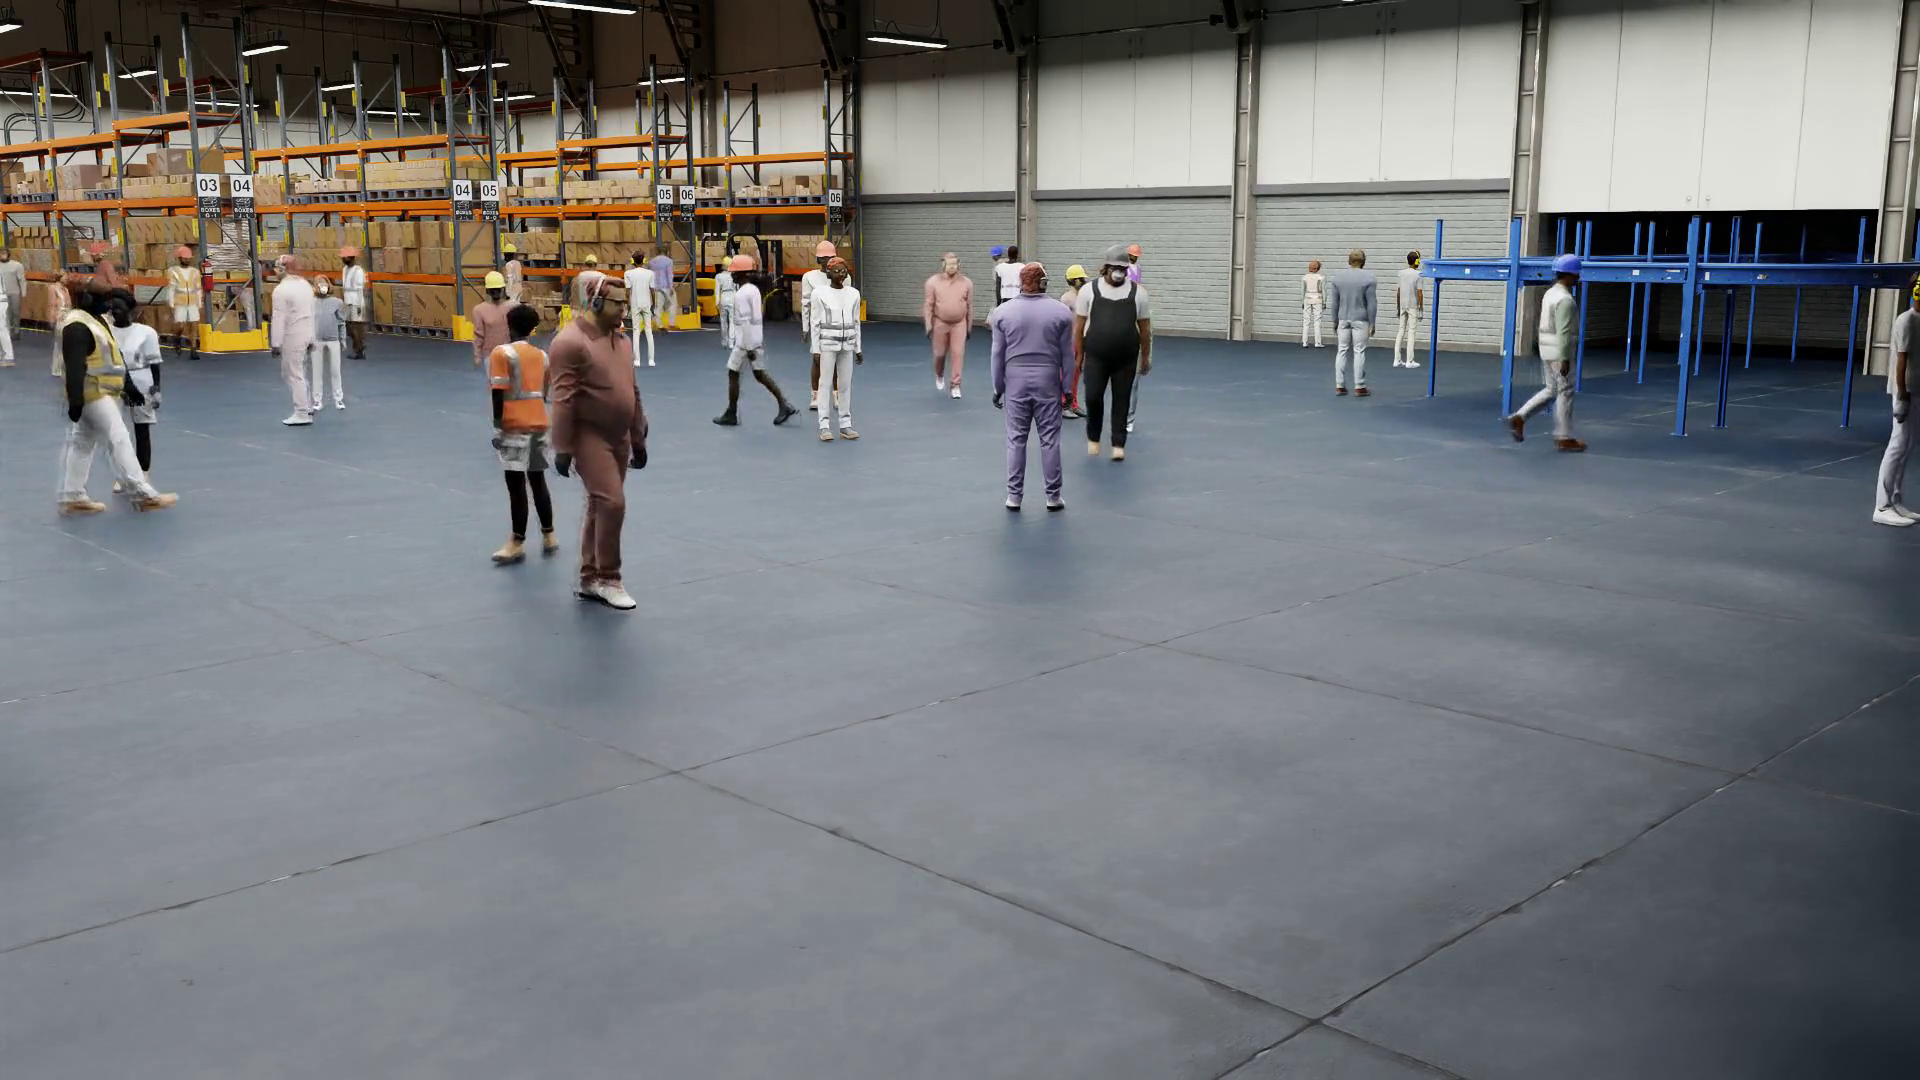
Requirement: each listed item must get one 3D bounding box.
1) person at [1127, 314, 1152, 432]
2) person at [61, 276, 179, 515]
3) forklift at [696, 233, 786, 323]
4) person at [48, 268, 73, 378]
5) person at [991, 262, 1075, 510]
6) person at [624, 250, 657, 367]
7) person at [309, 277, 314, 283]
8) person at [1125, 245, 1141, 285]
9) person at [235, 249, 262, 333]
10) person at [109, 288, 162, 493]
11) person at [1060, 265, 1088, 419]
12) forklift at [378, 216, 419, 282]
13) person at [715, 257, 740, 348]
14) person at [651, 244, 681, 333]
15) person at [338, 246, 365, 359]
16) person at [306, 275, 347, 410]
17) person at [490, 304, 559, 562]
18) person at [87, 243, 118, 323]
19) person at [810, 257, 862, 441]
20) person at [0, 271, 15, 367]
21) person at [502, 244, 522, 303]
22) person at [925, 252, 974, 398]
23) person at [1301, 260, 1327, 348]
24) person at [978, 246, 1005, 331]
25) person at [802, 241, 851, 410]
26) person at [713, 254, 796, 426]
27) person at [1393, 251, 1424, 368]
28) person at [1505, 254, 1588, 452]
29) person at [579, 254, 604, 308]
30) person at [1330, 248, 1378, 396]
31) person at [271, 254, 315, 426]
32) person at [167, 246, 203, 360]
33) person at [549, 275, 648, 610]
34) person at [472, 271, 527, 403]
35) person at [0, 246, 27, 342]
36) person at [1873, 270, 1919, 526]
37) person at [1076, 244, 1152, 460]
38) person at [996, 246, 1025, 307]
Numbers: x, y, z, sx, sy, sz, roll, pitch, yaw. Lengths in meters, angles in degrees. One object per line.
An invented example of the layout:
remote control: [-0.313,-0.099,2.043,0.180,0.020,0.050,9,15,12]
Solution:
person: [1.851,-2.007,18.148,0.526,1.615,0.557,3,11,17]
person: [-6.446,-1.090,12.641,0.915,1.796,0.645,-4,11,-19]
forklift: [-5.496,-6.489,41.108,2.313,2.155,1.214,-10,14,-44]
person: [-13.260,-3.219,24.713,0.656,1.609,0.551,-2,11,-8]
person: [0.562,-1.182,12.854,0.644,1.903,0.399,1,10,5]
person: [-5.174,-3.743,26.915,0.512,1.868,0.329,-4,11,-20]
person: [-17.513,-7.087,45.325,0.817,1.809,0.596,7,12,33]
person: [3.230,-4.582,31.323,0.542,1.929,0.368,-9,14,-40]
person: [-15.249,-5.325,35.619,0.429,1.841,0.629,6,12,28]
person: [-6.779,-1.202,13.530,0.552,1.682,0.435,-3,11,-13]
person: [1.337,-2.312,19.376,0.303,1.772,0.530,6,12,29]
forklift: [-17.868,-9.201,54.028,1.873,2.768,1.129,-10,14,-44]
person: [-4.367,-4.484,31.390,0.504,1.691,0.915,-1,10,-8]
person: [-6.416,-5.508,36.389,0.667,1.913,0.734,7,12,33]
person: [-10.440,-4.071,28.529,0.566,1.926,0.400,8,13,38]
person: [-7.729,-2.405,20.246,0.505,1.636,0.279,-4,11,-23]
person: [-2.918,-0.710,10.943,0.318,1.662,0.657,5,11,24]
person: [-14.806,-4.125,28.716,0.628,1.965,0.607,-8,13,-36]
person: [-1.276,-1.985,17.287,0.573,1.883,0.356,-6,12,-31]
person: [-15.672,-3.766,27.010,0.368,1.882,0.582,-8,13,-36]
person: [-9.084,-5.030,33.753,0.361,1.928,0.594,1,10,5]
person: [-0.139,-2.839,21.916,0.655,1.889,0.710,-1,10,-5]
person: [6.673,-4.450,31.390,0.515,1.641,0.309,7,12,34]
person: [0.914,-5.589,36.976,0.989,1.868,0.657,-2,11,-10]
person: [-1.613,-2.609,20.248,0.615,2.041,0.391,-2,11,-10]
person: [-2.305,-2.229,18.584,0.908,1.907,0.545,3,11,17]
person: [7.257,-3.724,26.837,0.321,1.865,0.514,-8,13,-38]
person: [5.838,-1.839,16.347,0.699,1.931,0.621,0,10,2]
person: [-6.946,-4.518,31.458,0.528,1.754,0.353,1,10,4]
person: [5.220,-2.886,22.044,0.635,1.937,0.352,8,13,36]
person: [-7.514,-2.231,18.580,0.502,1.892,0.672,1,10,6]
person: [-13.285,-4.065,28.513,0.572,1.921,0.574,-9,14,-41]
person: [-1.971,-0.553,9.475,0.705,1.878,0.657,5,11,25]
person: [-4.706,-1.873,17.021,0.549,1.738,0.588,-3,11,-15]
person: [-19.127,-4.952,33.450,0.643,1.899,0.999,-5,11,-25]
person: [7.000,-1.052,12.237,0.310,1.868,0.534,10,14,42]
person: [1.454,-1.749,15.682,0.709,2.000,0.535,0,10,0]
person: [0.940,-4.338,30.019,0.597,1.916,0.371,3,11,16]
